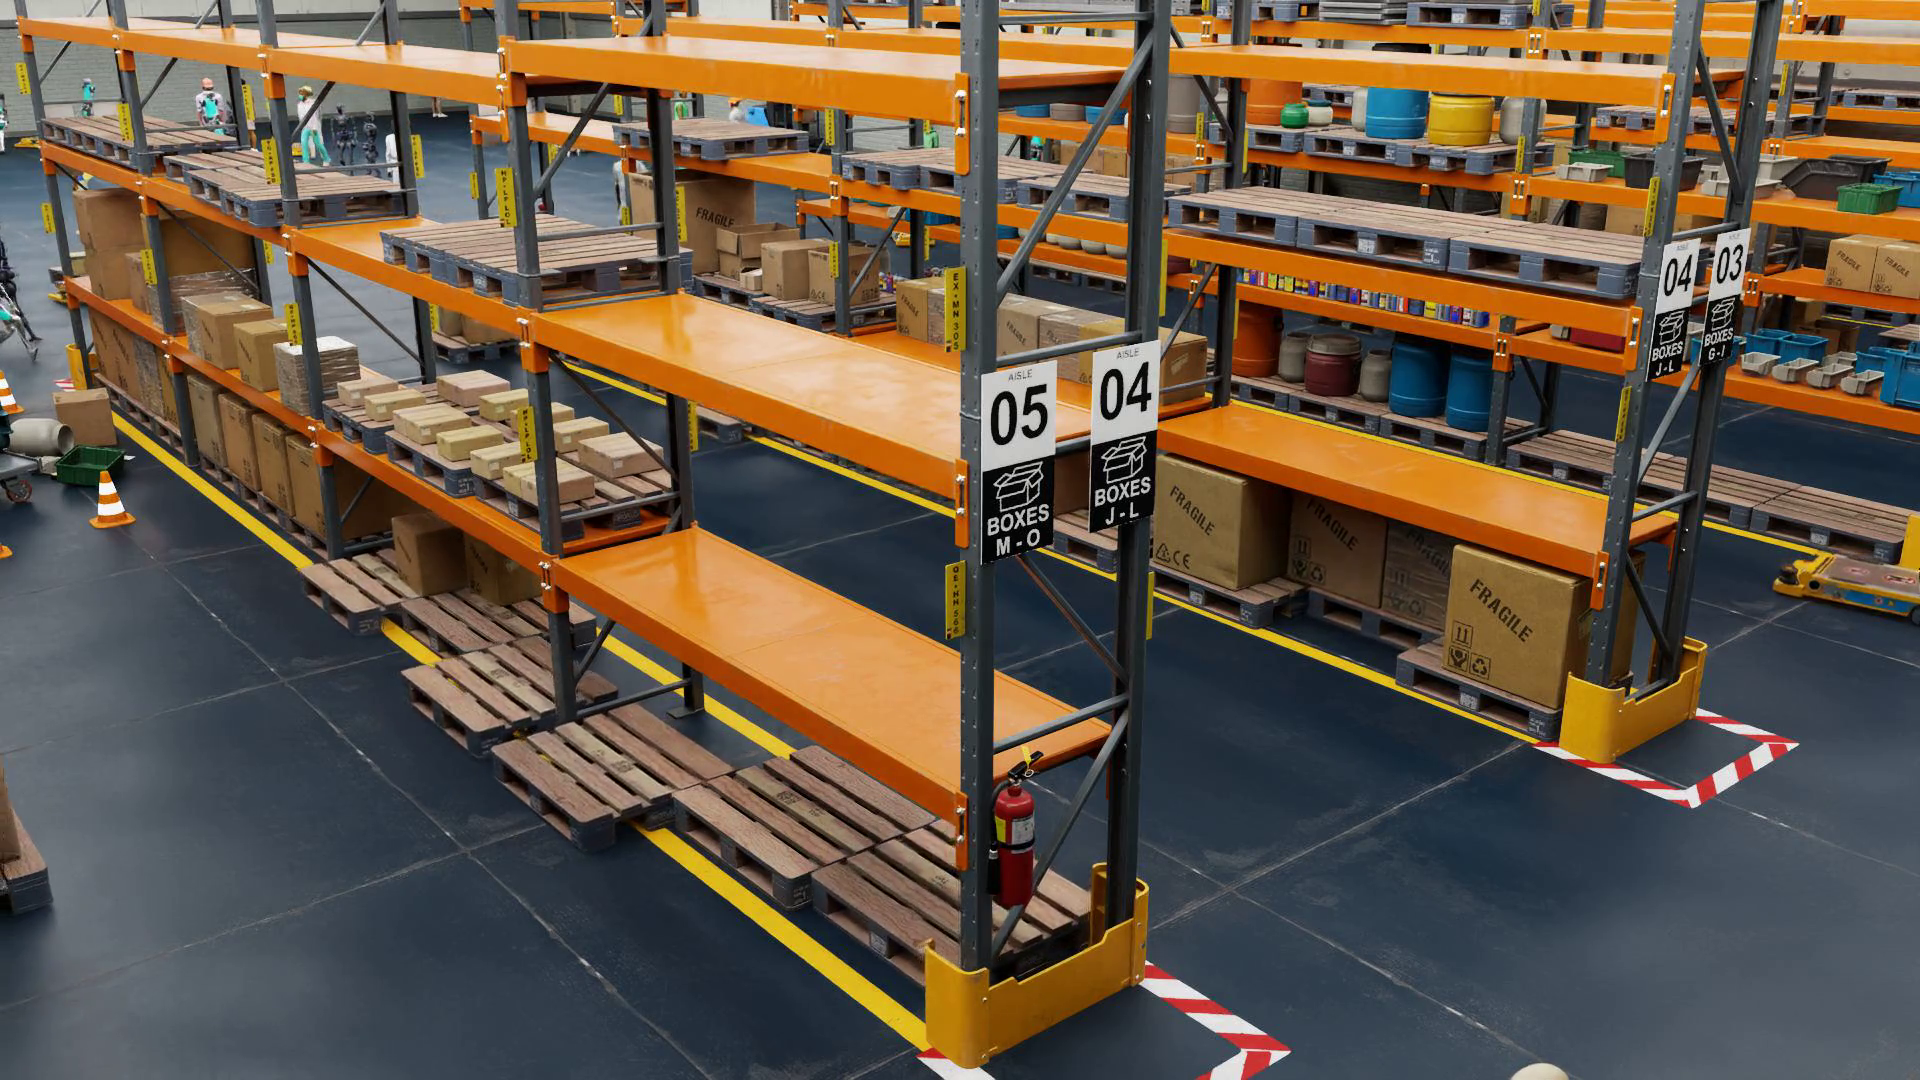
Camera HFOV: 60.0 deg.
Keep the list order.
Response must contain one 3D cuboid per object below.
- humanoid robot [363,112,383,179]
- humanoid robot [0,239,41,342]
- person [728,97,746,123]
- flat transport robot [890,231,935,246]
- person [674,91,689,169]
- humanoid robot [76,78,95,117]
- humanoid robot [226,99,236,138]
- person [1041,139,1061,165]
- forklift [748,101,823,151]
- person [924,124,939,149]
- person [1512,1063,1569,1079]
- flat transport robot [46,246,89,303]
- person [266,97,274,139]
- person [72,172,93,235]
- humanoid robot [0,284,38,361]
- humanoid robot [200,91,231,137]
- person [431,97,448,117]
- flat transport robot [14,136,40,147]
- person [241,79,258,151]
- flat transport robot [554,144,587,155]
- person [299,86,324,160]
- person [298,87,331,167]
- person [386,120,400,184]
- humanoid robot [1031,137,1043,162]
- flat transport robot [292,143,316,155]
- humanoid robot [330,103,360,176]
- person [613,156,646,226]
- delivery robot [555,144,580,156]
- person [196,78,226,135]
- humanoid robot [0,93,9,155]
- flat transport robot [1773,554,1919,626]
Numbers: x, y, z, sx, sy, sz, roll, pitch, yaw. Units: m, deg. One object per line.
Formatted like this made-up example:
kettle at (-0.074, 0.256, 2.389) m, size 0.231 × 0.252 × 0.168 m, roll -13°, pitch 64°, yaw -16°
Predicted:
humanoid robot at (-12.504, -8.298, 35.469) m, size 0.684 × 1.630 × 0.613 m, roll -3°, pitch 20°, yaw -9°
humanoid robot at (-12.329, -3.315, 21.319) m, size 0.786 × 1.621 × 0.610 m, roll 1°, pitch 19°, yaw 2°
person at (-5.010, -8.875, 36.787) m, size 0.843 × 1.860 × 0.578 m, roll 5°, pitch 20°, yaw 15°
flat transport robot at (-0.869, -5.378, 29.240) m, size 0.659 × 0.231 × 1.431 m, roll -3°, pitch 20°, yaw -9°
person at (-6.379, -9.434, 38.212) m, size 0.403 × 1.979 × 0.481 m, roll -1°, pitch 19°, yaw -4°
humanoid robot at (-22.808, -11.043, 43.180) m, size 0.531 × 1.797 × 0.798 m, roll 16°, pitch 25°, yaw 39°
humanoid robot at (-16.682, -9.315, 38.323) m, size 0.363 × 1.652 × 0.587 m, roll 1°, pitch 19°, yaw 2°
person at (1.703, -6.878, 31.282) m, size 0.418 × 1.752 × 0.560 m, roll -11°, pitch 22°, yaw -28°
forklift at (-4.526, -11.368, 42.374) m, size 1.129 × 2.768 × 1.873 m, roll -15°, pitch 24°, yaw -37°
person at (-0.597, -7.551, 33.223) m, size 0.477 × 1.734 × 0.315 m, roll 14°, pitch 24°, yaw 35°
person at (1.629, 2.344, 4.958) m, size 0.394 × 1.799 × 0.592 m, roll -11°, pitch 22°, yaw -29°
flat transport robot at (-12.562, -3.695, 24.453) m, size 0.659 × 0.231 × 1.431 m, roll 16°, pitch 25°, yaw 38°
person at (-18.530, -11.613, 44.829) m, size 0.315 × 1.695 × 0.539 m, roll -9°, pitch 21°, yaw -24°
person at (-15.752, -6.419, 29.781) m, size 0.398 × 1.886 × 0.508 m, roll -6°, pitch 20°, yaw -16°
humanoid robot at (-11.737, -3.034, 20.387) m, size 0.970 × 1.760 × 0.549 m, roll 0°, pitch 19°, yaw 0°
humanoid robot at (-17.456, -9.662, 39.268) m, size 0.653 × 1.833 × 0.535 m, roll 5°, pitch 20°, yaw 15°
person at (-16.284, -14.089, 51.612) m, size 0.499 × 1.877 × 0.406 m, roll 15°, pitch 24°, yaw 36°
flat transport robot at (-24.147, -10.527, 43.897) m, size 0.659 × 0.231 × 1.431 m, roll 5°, pitch 20°, yaw 14°
person at (-18.072, -10.735, 42.110) m, size 0.784 × 1.847 × 0.412 m, roll 12°, pitch 23°, yaw 30°
flat transport robot at (-9.903, -9.947, 42.245) m, size 0.659 × 0.231 × 1.431 m, roll 11°, pitch 22°, yaw 28°
person at (-15.856, -10.192, 40.683) m, size 0.523 × 1.769 × 0.324 m, roll -16°, pitch 25°, yaw -38°
person at (-15.199, -9.639, 38.941) m, size 0.479 × 1.886 × 0.915 m, roll 4°, pitch 20°, yaw 11°
person at (-10.547, -7.003, 31.431) m, size 0.582 × 1.883 × 0.337 m, roll 3°, pitch 20°, yaw 9°
humanoid robot at (1.415, -7.538, 33.219) m, size 0.735 × 1.816 × 0.546 m, roll -10°, pitch 22°, yaw -26°
flat transport robot at (-16.746, -9.876, 42.043) m, size 0.659 × 0.231 × 1.431 m, roll -10°, pitch 22°, yaw -27°
humanoid robot at (-13.815, -8.994, 37.418) m, size 0.596 × 1.647 × 0.418 m, roll -5°, pitch 20°, yaw -13°
person at (-5.373, -5.547, 27.189) m, size 0.626 × 1.941 × 0.455 m, roll 7°, pitch 21°, yaw 19°
delivery robot at (-9.836, -9.941, 41.783) m, size 0.499 × 0.585 × 0.765 m, roll -12°, pitch 23°, yaw -31°
person at (-17.728, -9.910, 39.470) m, size 0.613 × 2.040 × 0.389 m, roll -16°, pitch 25°, yaw -39°
humanoid robot at (-24.064, -10.446, 41.496) m, size 0.540 × 1.738 × 1.057 m, roll -14°, pitch 24°, yaw -35°
flat transport robot at (7.131, 0.390, 12.826) m, size 1.431 × 0.231 × 0.659 m, roll 15°, pitch 25°, yaw 37°
